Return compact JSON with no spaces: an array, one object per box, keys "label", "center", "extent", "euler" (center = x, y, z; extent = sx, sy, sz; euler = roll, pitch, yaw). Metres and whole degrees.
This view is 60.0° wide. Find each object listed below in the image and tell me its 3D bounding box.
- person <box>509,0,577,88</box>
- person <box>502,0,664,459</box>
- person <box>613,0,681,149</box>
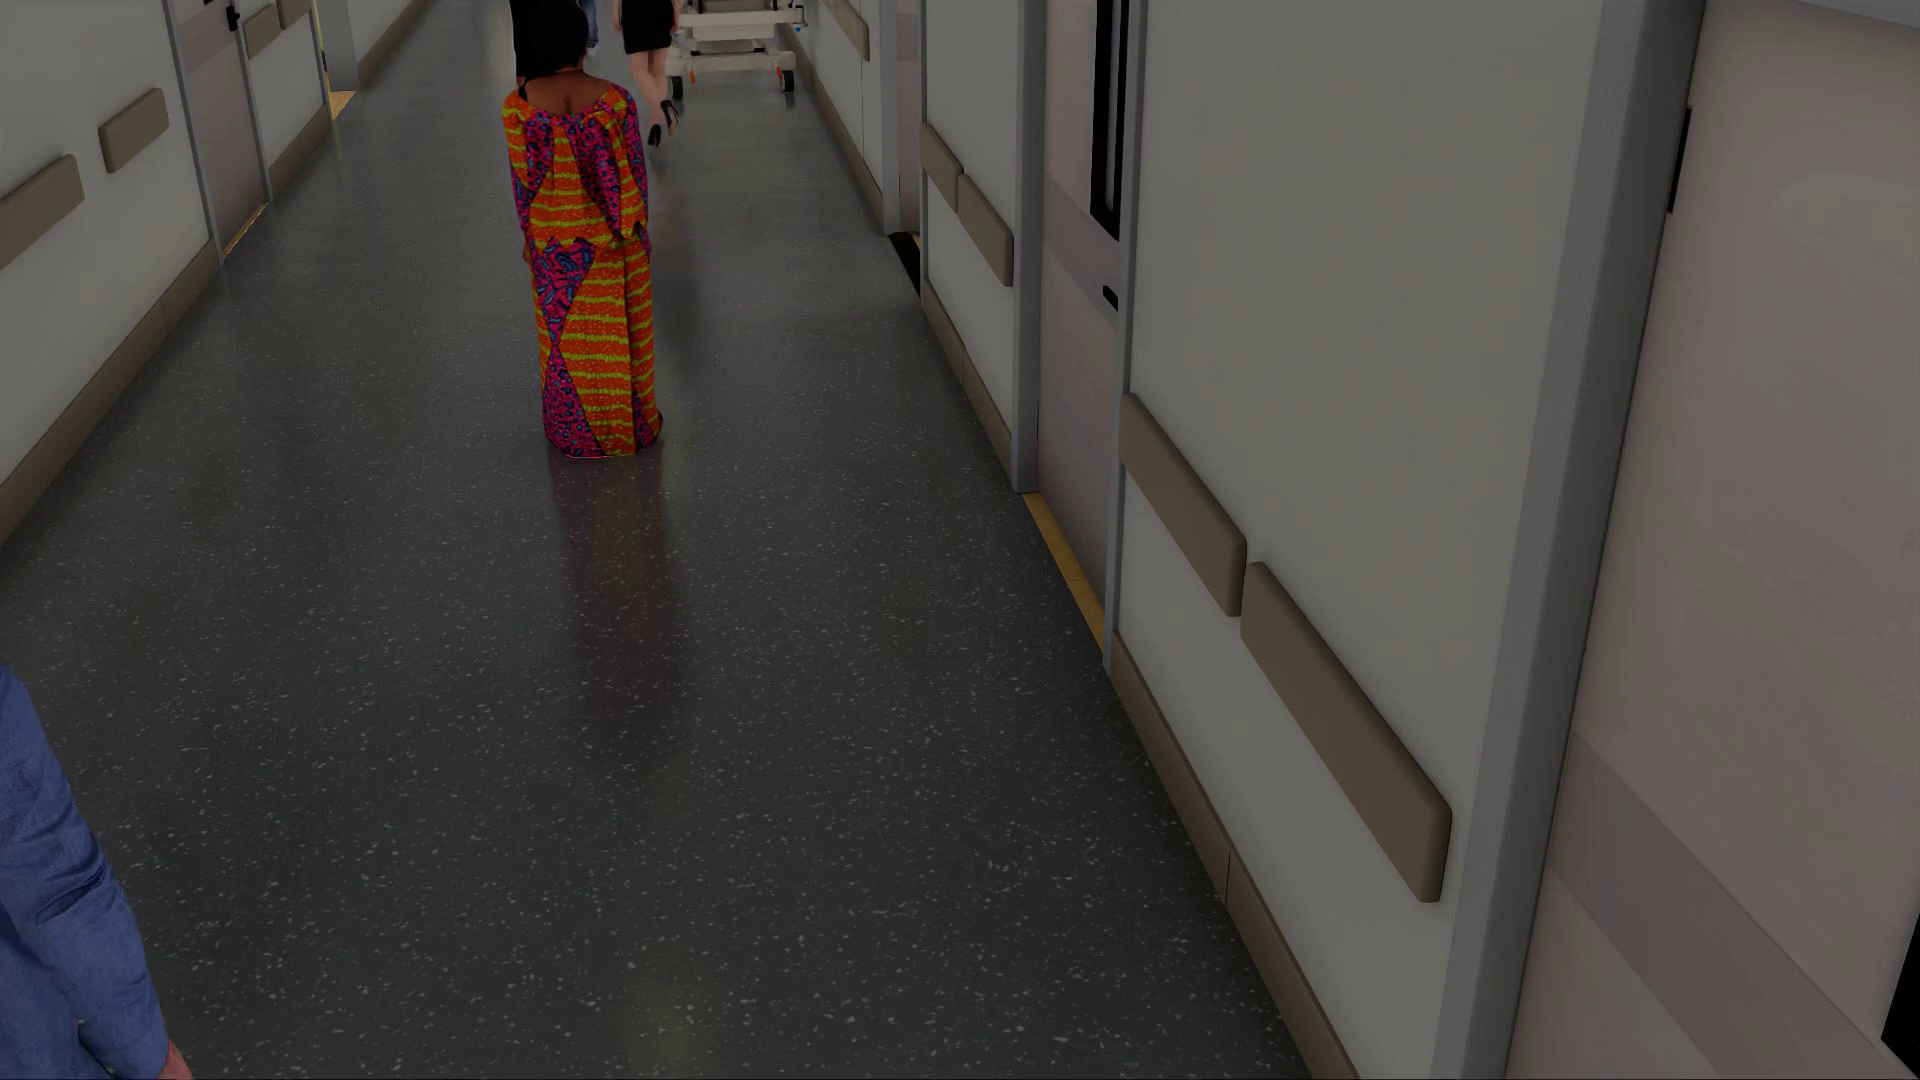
[{"label":"person","center":[-2.253,-2.579,9.116],"extent":[0.698,1.639,0.761],"euler":[-22,33,-38]},{"label":"person","center":[-1.385,-1.152,6.103],"extent":[0.567,1.686,0.684],"euler":[-4,26,-9]},{"label":"person","center":[-1.943,-3.285,10.538],"extent":[0.908,1.675,0.826],"euler":[-13,29,-25]}]
